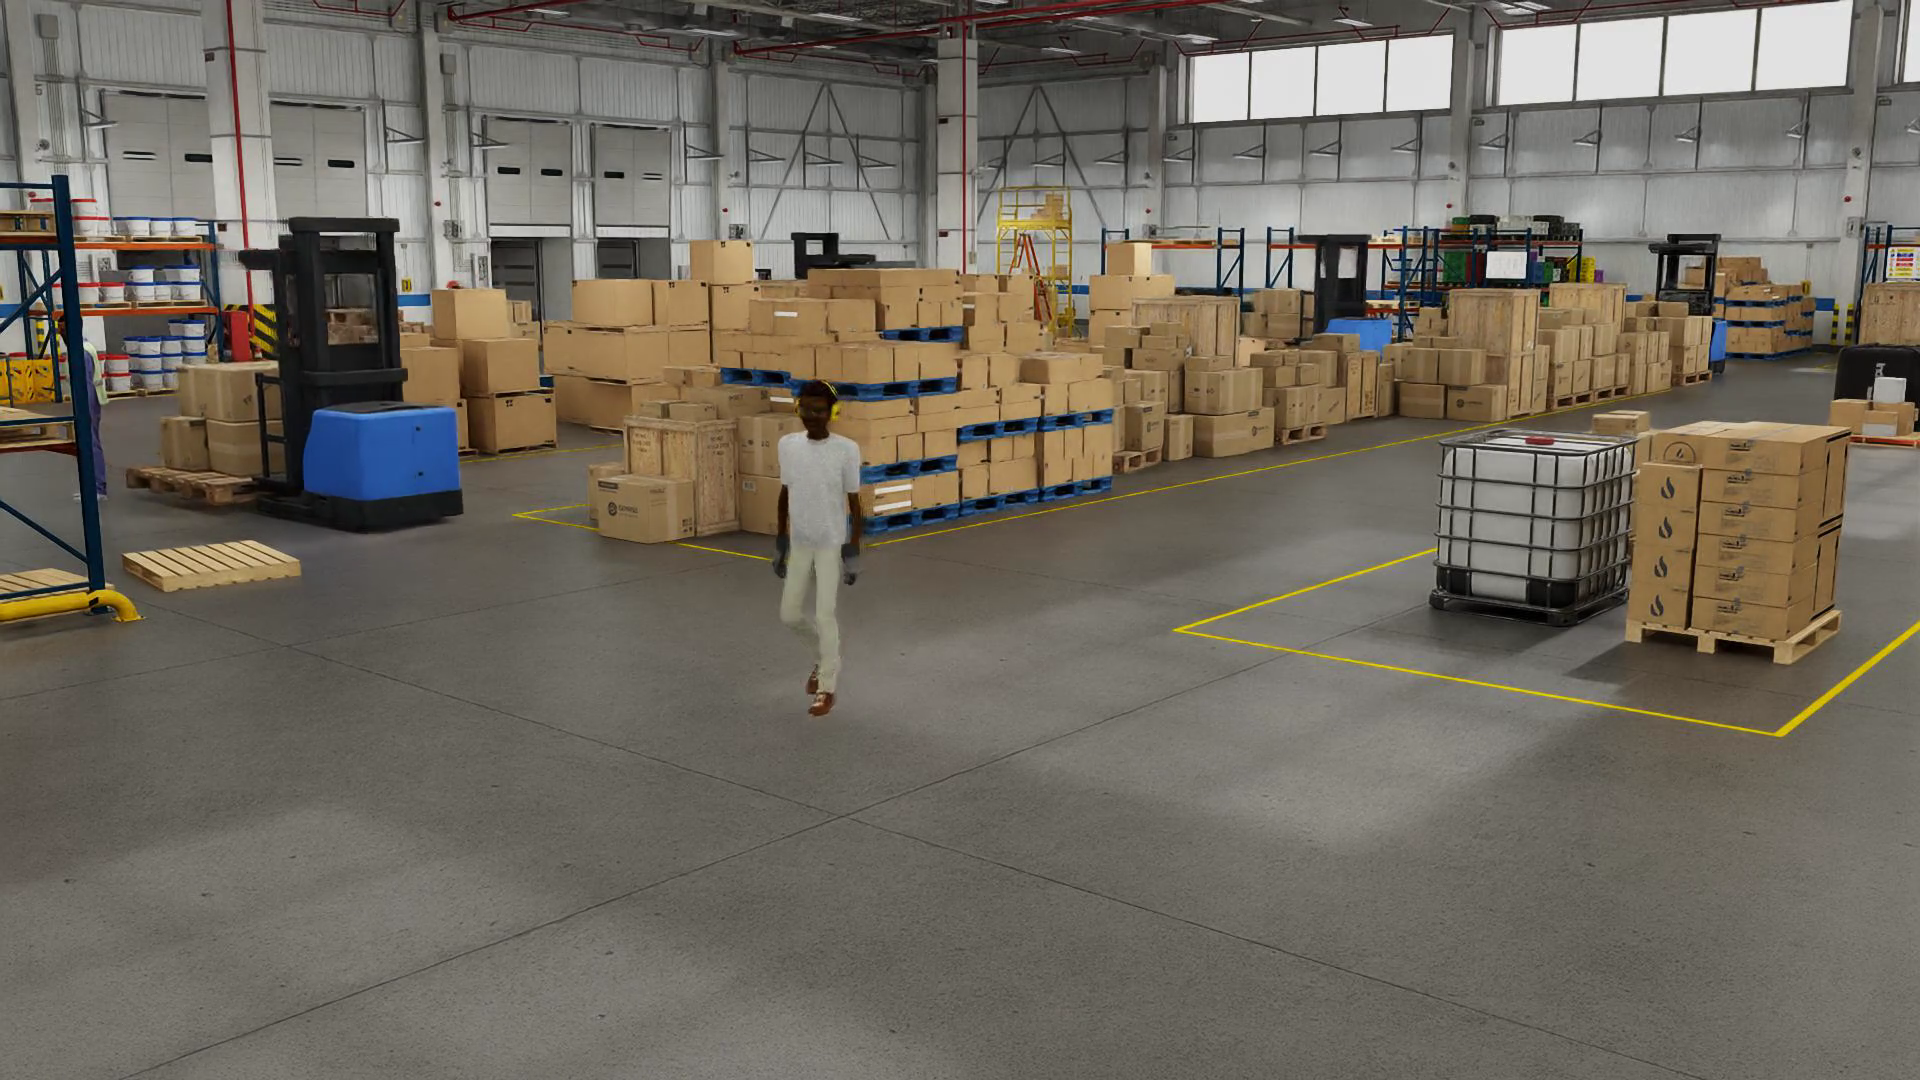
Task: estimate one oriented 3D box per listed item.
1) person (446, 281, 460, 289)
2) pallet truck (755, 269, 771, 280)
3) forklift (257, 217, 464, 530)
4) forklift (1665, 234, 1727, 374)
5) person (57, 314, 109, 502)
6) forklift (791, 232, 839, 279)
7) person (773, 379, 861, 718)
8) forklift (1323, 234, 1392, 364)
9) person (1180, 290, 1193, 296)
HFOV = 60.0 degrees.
[{"bbox_3d":[-10.164,-4.337,33.919,0.649,1.879,0.580,-3,10,-17],"label":"person"},{"bbox_3d":[-4.996,-6.432,45.525,1.885,1.965,0.823,-6,12,-32],"label":"pallet truck"},{"bbox_3d":[-5.645,-1.600,15.503,1.873,2.768,1.129,8,13,40],"label":"forklift"},{"bbox_3d":[14.498,-4.684,33.062,1.129,2.768,1.873,8,13,40],"label":"forklift"},{"bbox_3d":[-8.869,-1.349,16.856,0.412,1.907,0.596,-7,12,-36],"label":"person"},{"bbox_3d":[-2.663,-4.270,30.705,1.873,2.768,1.129,8,13,40],"label":"forklift"},{"bbox_3d":[-0.778,0.036,9.120,0.544,1.852,0.449,4,11,20],"label":"person"},{"bbox_3d":[8.041,-4.957,34.614,1.129,2.768,1.873,-5,11,-25],"label":"forklift"},{"bbox_3d":[3.563,-3.040,26.547,1.005,1.891,0.644,-8,13,-38],"label":"person"}]
